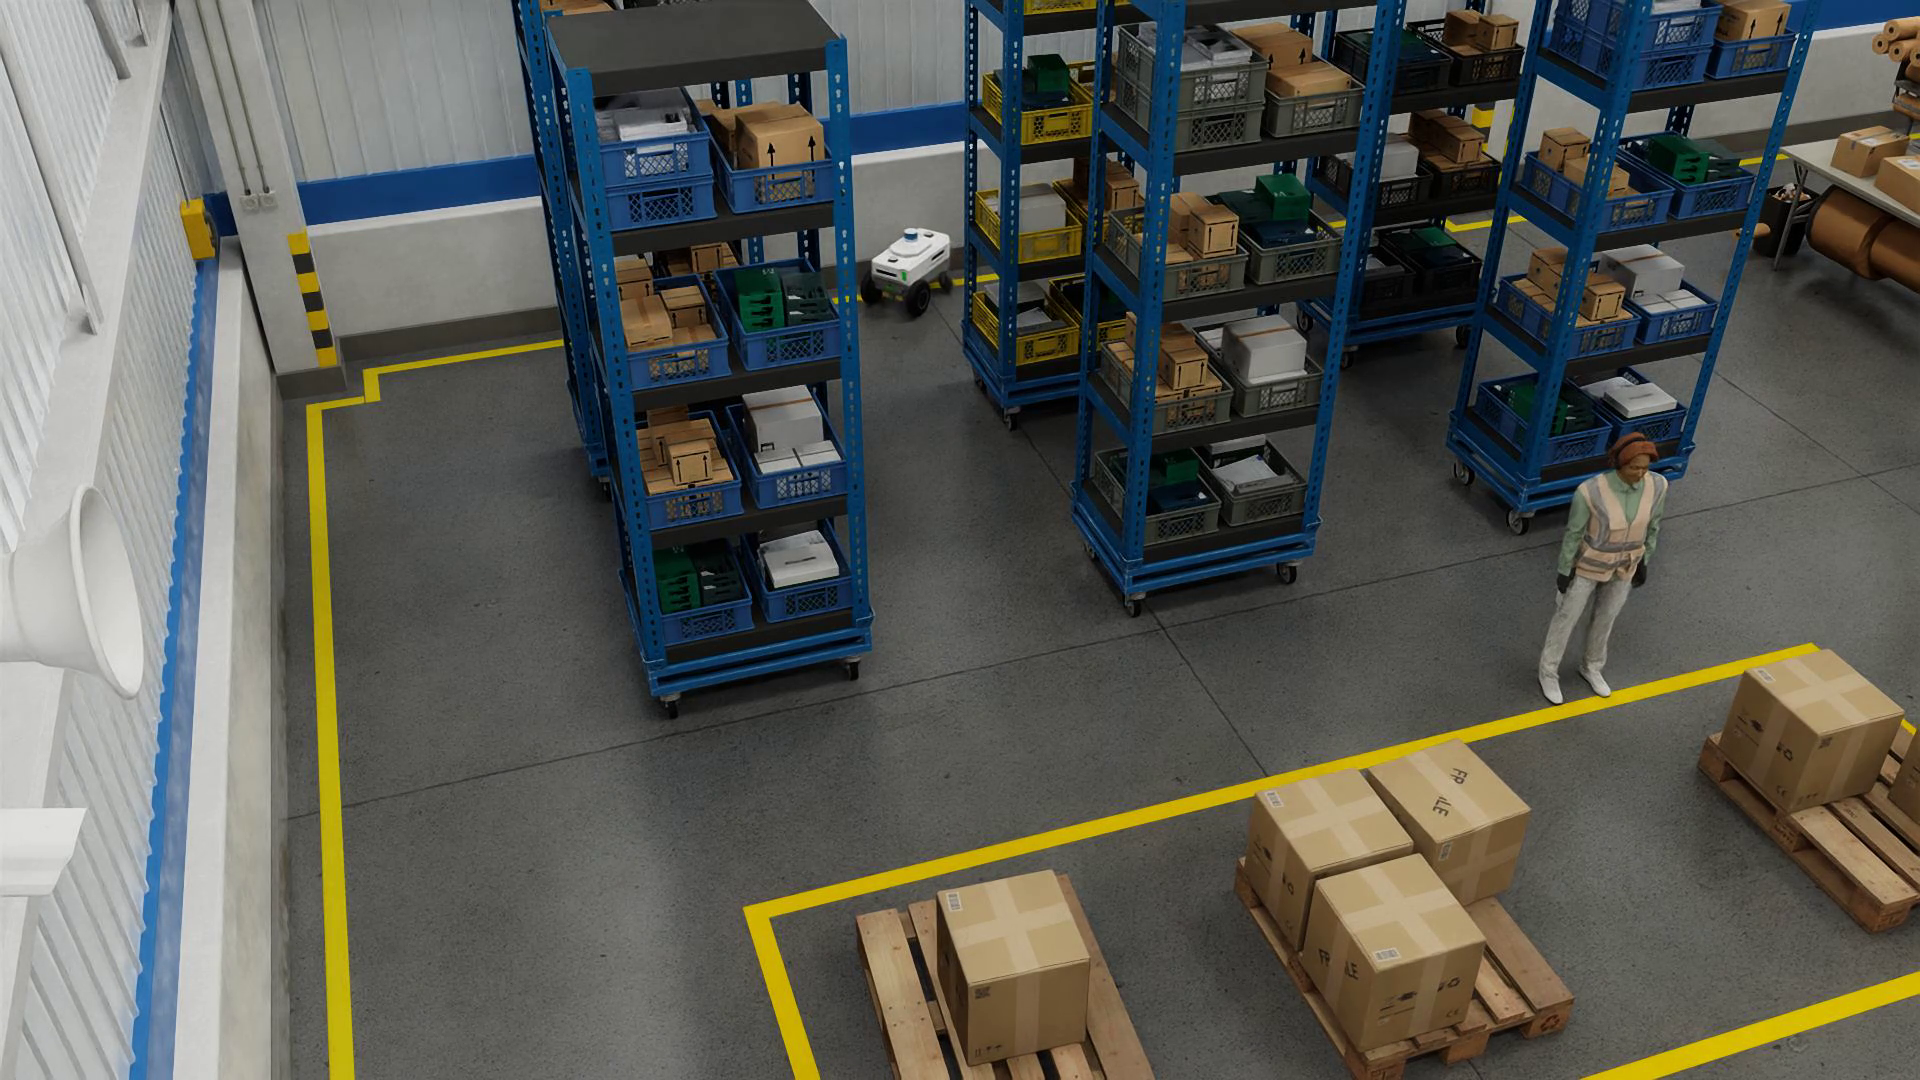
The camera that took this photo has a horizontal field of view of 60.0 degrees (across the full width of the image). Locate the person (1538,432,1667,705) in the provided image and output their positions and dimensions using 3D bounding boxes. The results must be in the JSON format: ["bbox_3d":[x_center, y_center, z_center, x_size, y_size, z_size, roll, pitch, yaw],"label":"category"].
[{"bbox_3d":[3.337,0.144,8.655,0.510,1.631,0.310,-6,36,-9],"label":"person"}]

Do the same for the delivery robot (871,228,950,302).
[{"bbox_3d":[-0.374,-2.153,12.762,0.477,0.478,0.707,19,39,25],"label":"delivery robot"}]
